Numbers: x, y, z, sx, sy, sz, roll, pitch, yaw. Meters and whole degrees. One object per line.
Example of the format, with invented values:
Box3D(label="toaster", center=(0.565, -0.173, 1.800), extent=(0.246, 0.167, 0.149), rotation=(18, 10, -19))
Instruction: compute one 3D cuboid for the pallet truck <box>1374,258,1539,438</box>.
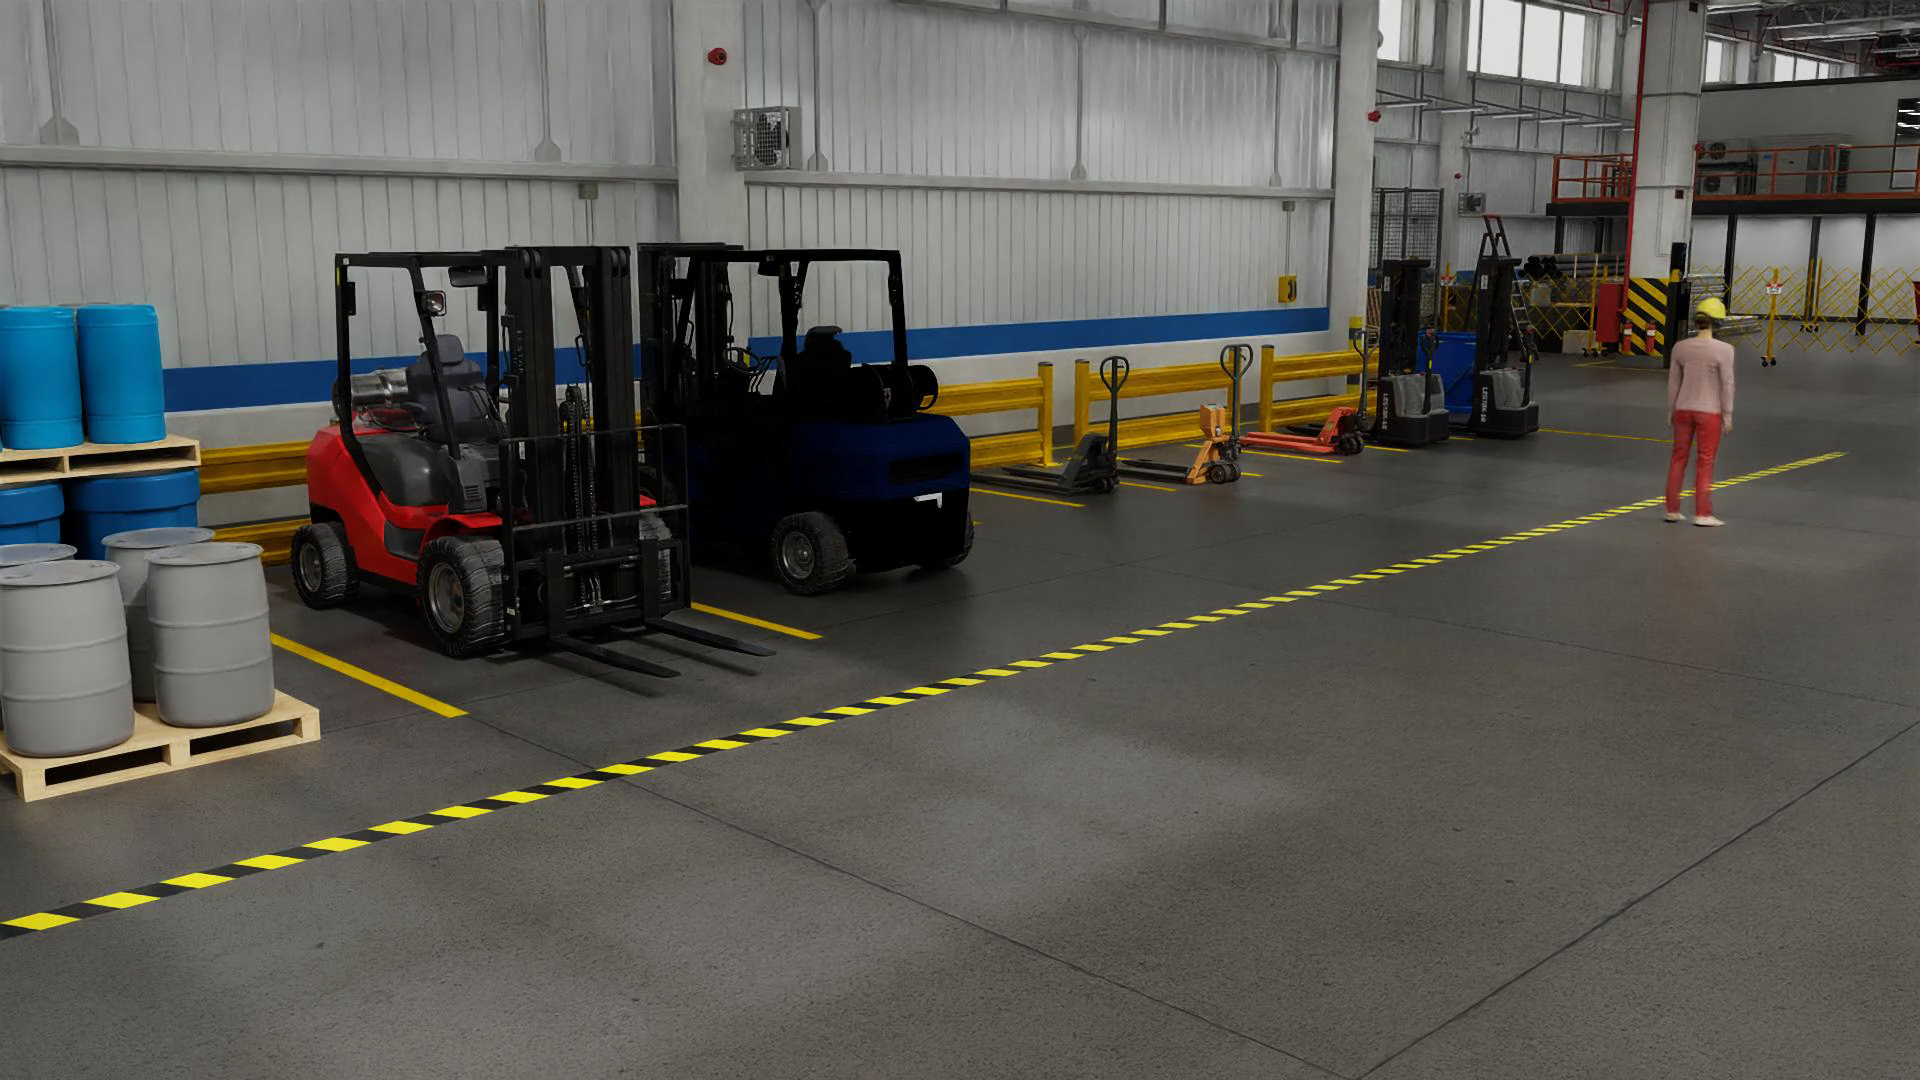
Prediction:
Box3D(label="pallet truck", center=(5.704, -2.208, 18.901), extent=(1.885, 1.965, 0.823), rotation=(10, 14, 43))

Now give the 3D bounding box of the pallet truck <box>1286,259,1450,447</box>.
Box3D(label="pallet truck", center=(4.493, -2.078, 18.196), extent=(0.823, 1.965, 1.885), rotation=(-9, 14, -40))

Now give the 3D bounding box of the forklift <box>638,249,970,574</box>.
Box3D(label="forklift", center=(-1.173, -0.958, 11.239), extent=(2.680, 1.987, 1.157), rotation=(10, 14, 43))

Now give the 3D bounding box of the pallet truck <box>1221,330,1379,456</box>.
Box3D(label="pallet truck", center=(3.563, -1.581, 17.381), extent=(0.653, 1.274, 1.630), rotation=(-10, 14, -44))

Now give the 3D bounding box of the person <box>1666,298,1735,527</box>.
Box3D(label="person", center=(5.735, -0.985, 12.870), extent=(0.328, 1.765, 0.532), rotation=(-7, 13, -34))

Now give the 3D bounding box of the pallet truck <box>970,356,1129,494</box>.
Box3D(label="pallet truck", center=(0.784, -1.085, 14.876), extent=(0.680, 1.201, 1.601), rotation=(-10, 14, -44))

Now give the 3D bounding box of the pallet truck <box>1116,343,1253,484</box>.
Box3D(label="pallet truck", center=(1.962, -1.215, 15.415), extent=(1.522, 1.261, 0.704), rotation=(10, 14, 43))

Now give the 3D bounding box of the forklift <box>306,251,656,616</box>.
Box3D(label="forklift", center=(-2.833, -0.669, 9.694), extent=(1.157, 1.987, 2.680), rotation=(-10, 14, -44))
